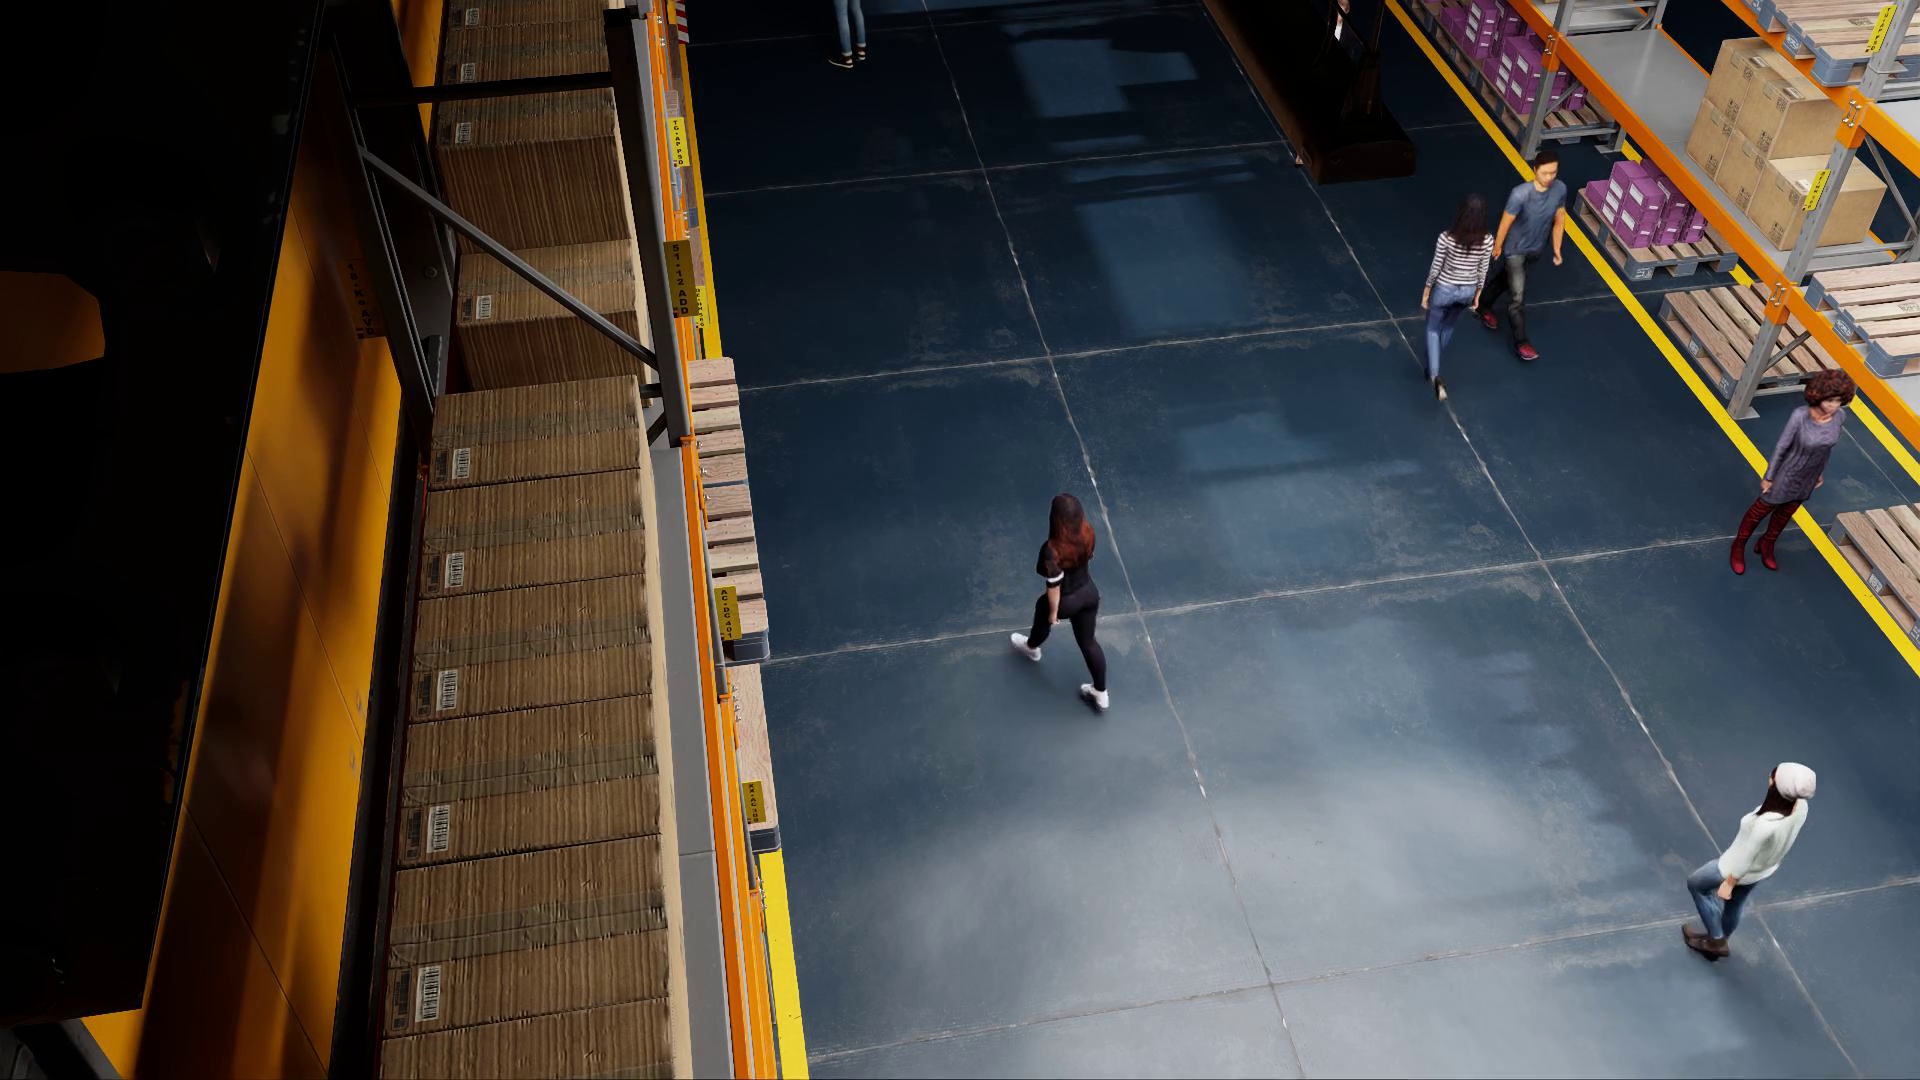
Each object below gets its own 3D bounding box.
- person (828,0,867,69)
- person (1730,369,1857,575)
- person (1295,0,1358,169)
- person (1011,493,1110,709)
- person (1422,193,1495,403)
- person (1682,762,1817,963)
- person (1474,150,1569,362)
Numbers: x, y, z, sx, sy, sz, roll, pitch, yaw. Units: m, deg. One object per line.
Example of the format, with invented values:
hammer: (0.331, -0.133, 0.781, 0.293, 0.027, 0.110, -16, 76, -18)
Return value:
person: (-1.157, -5.716, 16.895, 0.779, 1.821, 0.738, 30, 51, 28)
person: (5.739, -0.460, 11.459, 0.599, 1.710, 0.512, -5, 44, -5)
person: (3.384, -4.245, 15.437, 0.670, 1.704, 0.629, 6, 44, 6)
person: (0.753, 0.415, 10.628, 0.991, 1.590, 1.197, -31, 51, -28)
person: (3.795, -1.809, 12.834, 0.759, 1.767, 1.030, 4, 44, 4)
person: (4.376, 1.825, 9.111, 0.699, 1.640, 0.721, -25, 49, -24)
person: (4.510, -2.414, 13.471, 0.798, 1.765, 1.162, -15, 46, -16)
